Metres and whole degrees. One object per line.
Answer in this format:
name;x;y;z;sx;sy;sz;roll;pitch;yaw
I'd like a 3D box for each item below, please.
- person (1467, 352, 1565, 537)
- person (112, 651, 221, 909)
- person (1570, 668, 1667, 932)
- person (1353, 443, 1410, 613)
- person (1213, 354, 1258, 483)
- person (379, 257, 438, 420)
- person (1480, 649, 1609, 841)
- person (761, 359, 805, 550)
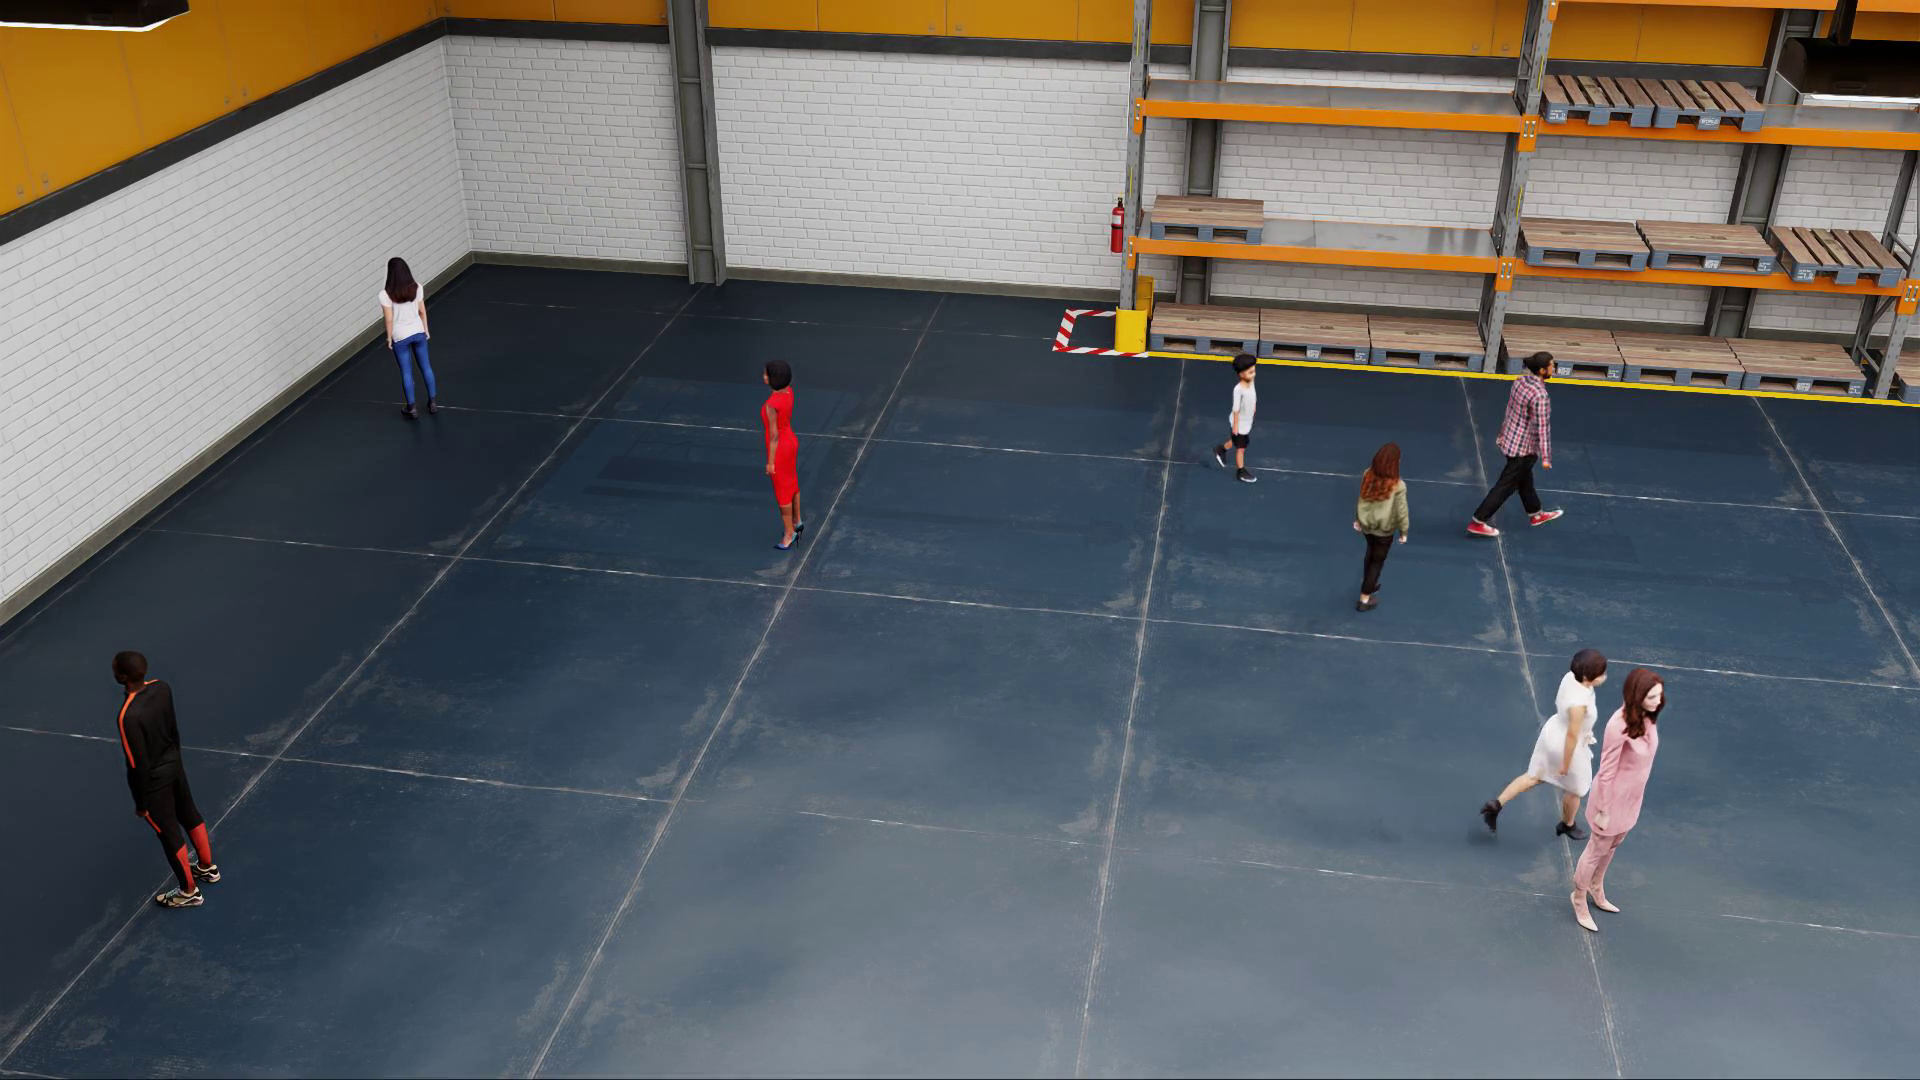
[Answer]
person;4.814;-0.805;14.491;1.229;1.724;0.910;-2;29;-4
person;-4.934;1.455;10.260;0.522;1.808;0.630;4;29;7
person;3.978;1.551;10.090;0.684;1.803;0.723;-22;36;-35
person;3.336;-0.083;13.440;0.802;1.463;0.735;-23;36;-35
person;2.603;-1.170;15.657;0.818;1.249;0.679;20;35;33
person;-5.559;-2.033;16.784;0.674;1.685;0.722;-21;35;-33
person;3.827;1.342;10.767;1.009;1.522;0.651;0;29;-1
person;-1.533;-0.741;14.355;0.521;1.743;0.588;7;29;13
